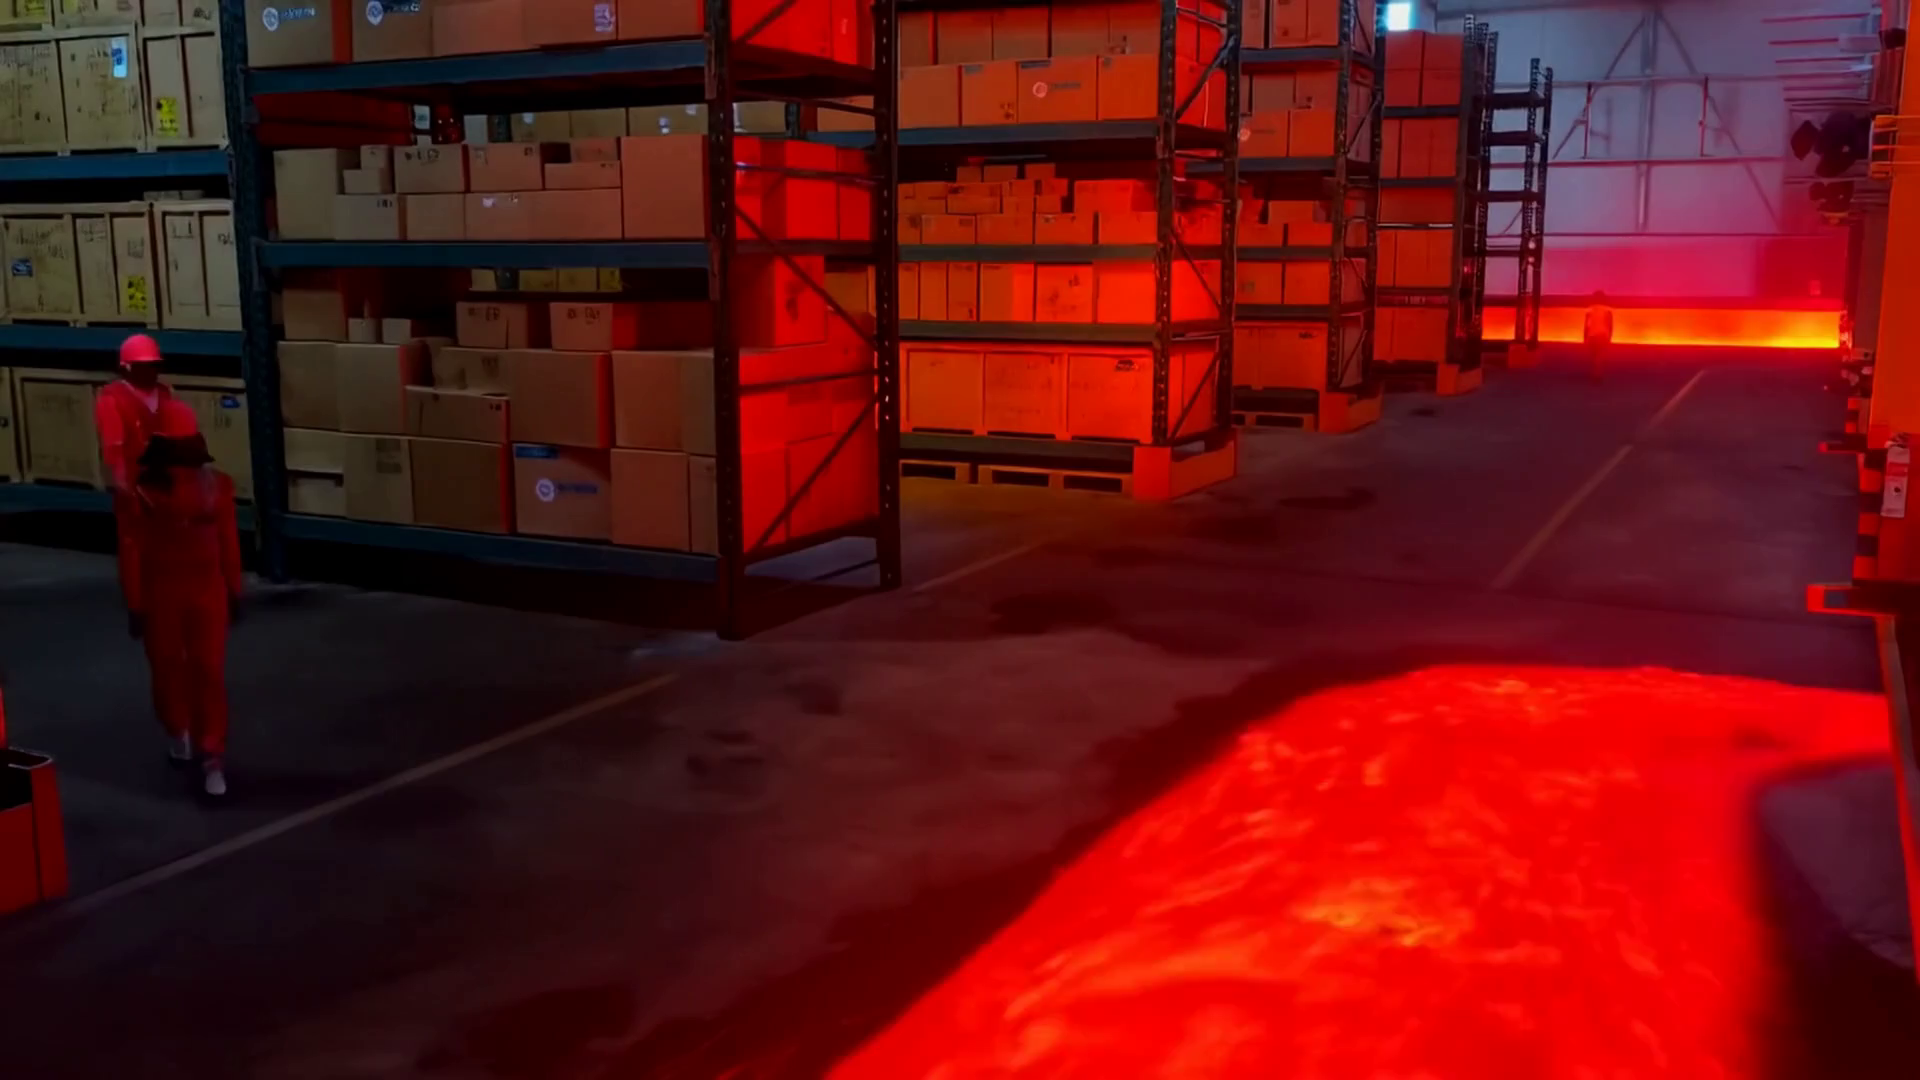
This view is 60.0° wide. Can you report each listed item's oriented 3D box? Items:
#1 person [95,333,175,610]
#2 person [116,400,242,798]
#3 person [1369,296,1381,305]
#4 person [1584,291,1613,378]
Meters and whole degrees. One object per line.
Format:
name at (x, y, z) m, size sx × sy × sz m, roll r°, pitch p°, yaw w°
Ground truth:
person at (-5.238, -0.419, 10.755) m, size 0.478 × 1.815 × 0.597 m, roll 5°, pitch 11°, yaw 25°
person at (-3.447, 0.217, 7.374) m, size 0.492 × 1.703 × 0.857 m, roll -5°, pitch 11°, yaw -28°
person at (8.371, -4.331, 33.104) m, size 0.780 × 1.913 × 0.571 m, roll 4°, pitch 11°, yaw 23°
person at (11.966, -3.856, 31.174) m, size 0.544 × 1.622 × 0.394 m, roll 7°, pitch 12°, yaw 36°
